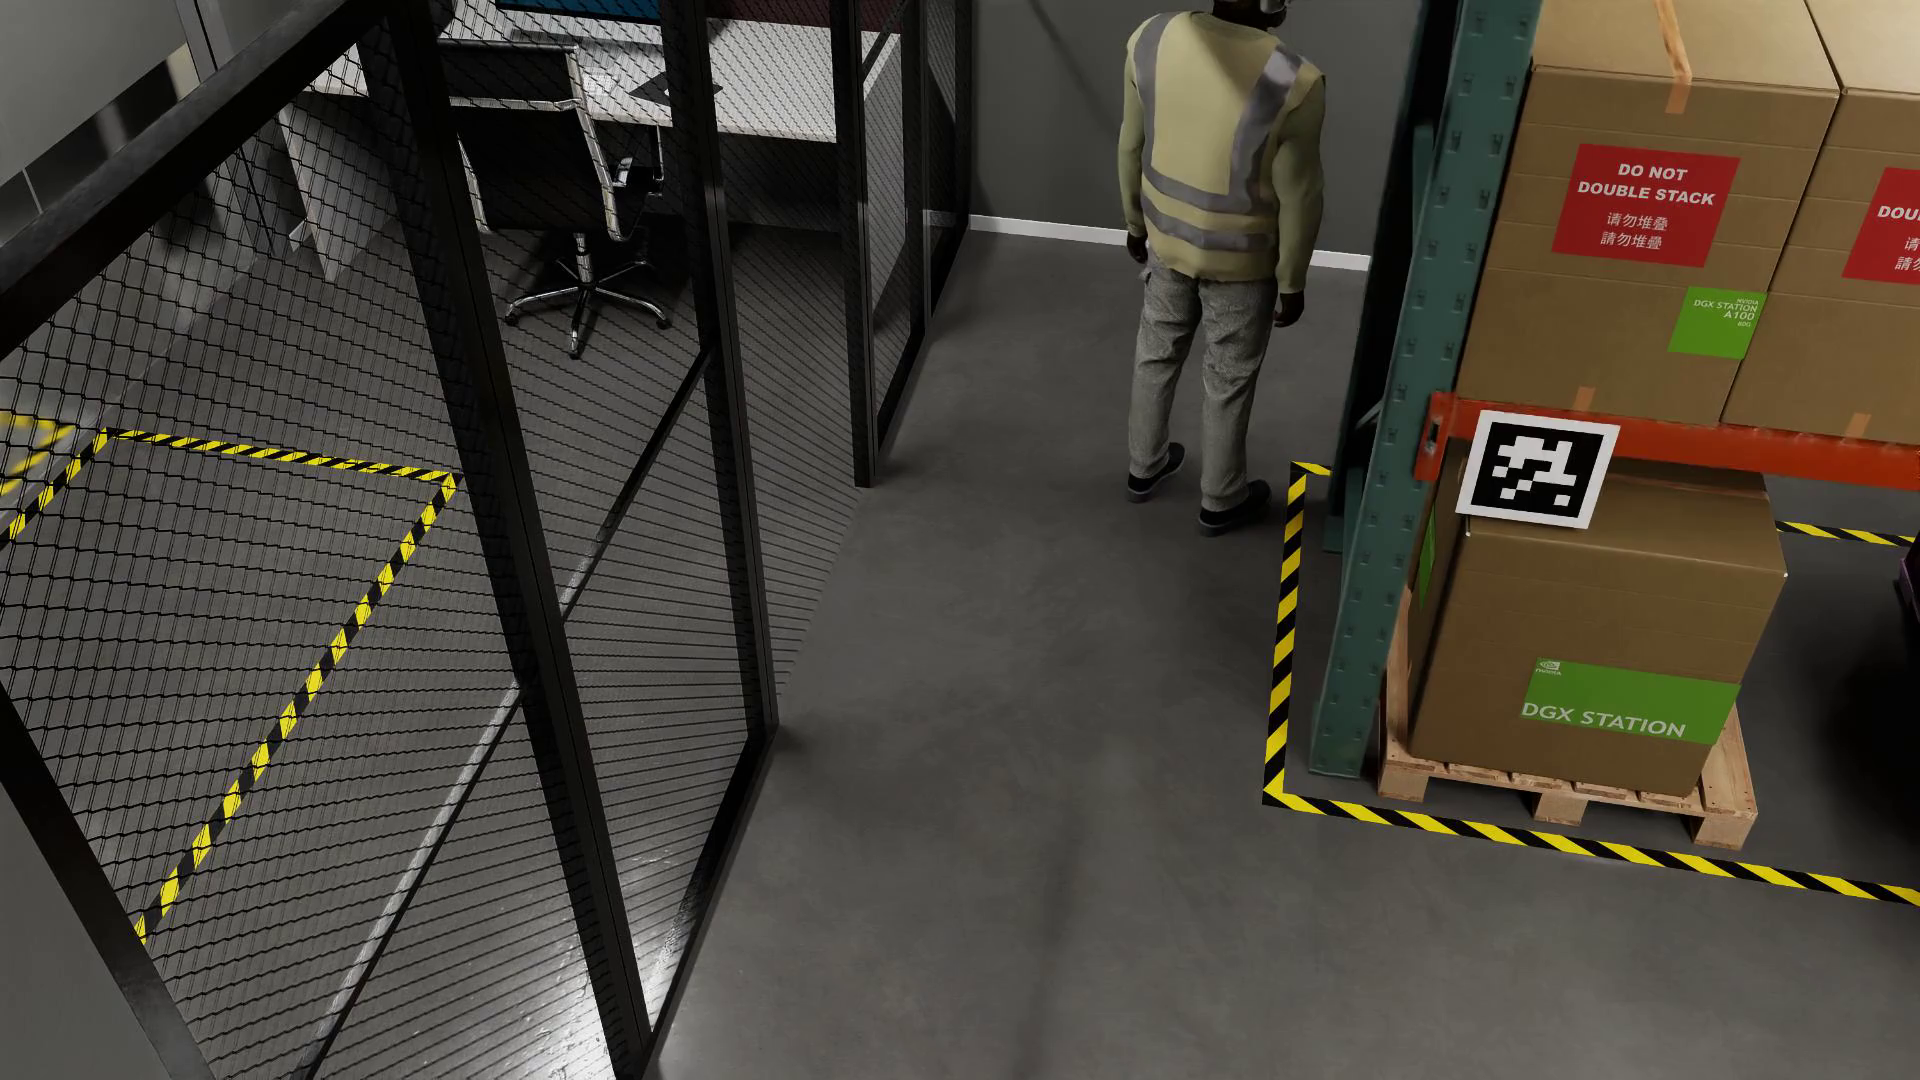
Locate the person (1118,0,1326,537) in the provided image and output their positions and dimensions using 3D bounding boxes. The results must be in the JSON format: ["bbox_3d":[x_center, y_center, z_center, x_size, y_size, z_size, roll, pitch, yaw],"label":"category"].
[{"bbox_3d":[0.706,-0.829,4.532,0.599,1.830,0.403,29,49,30],"label":"person"}]
